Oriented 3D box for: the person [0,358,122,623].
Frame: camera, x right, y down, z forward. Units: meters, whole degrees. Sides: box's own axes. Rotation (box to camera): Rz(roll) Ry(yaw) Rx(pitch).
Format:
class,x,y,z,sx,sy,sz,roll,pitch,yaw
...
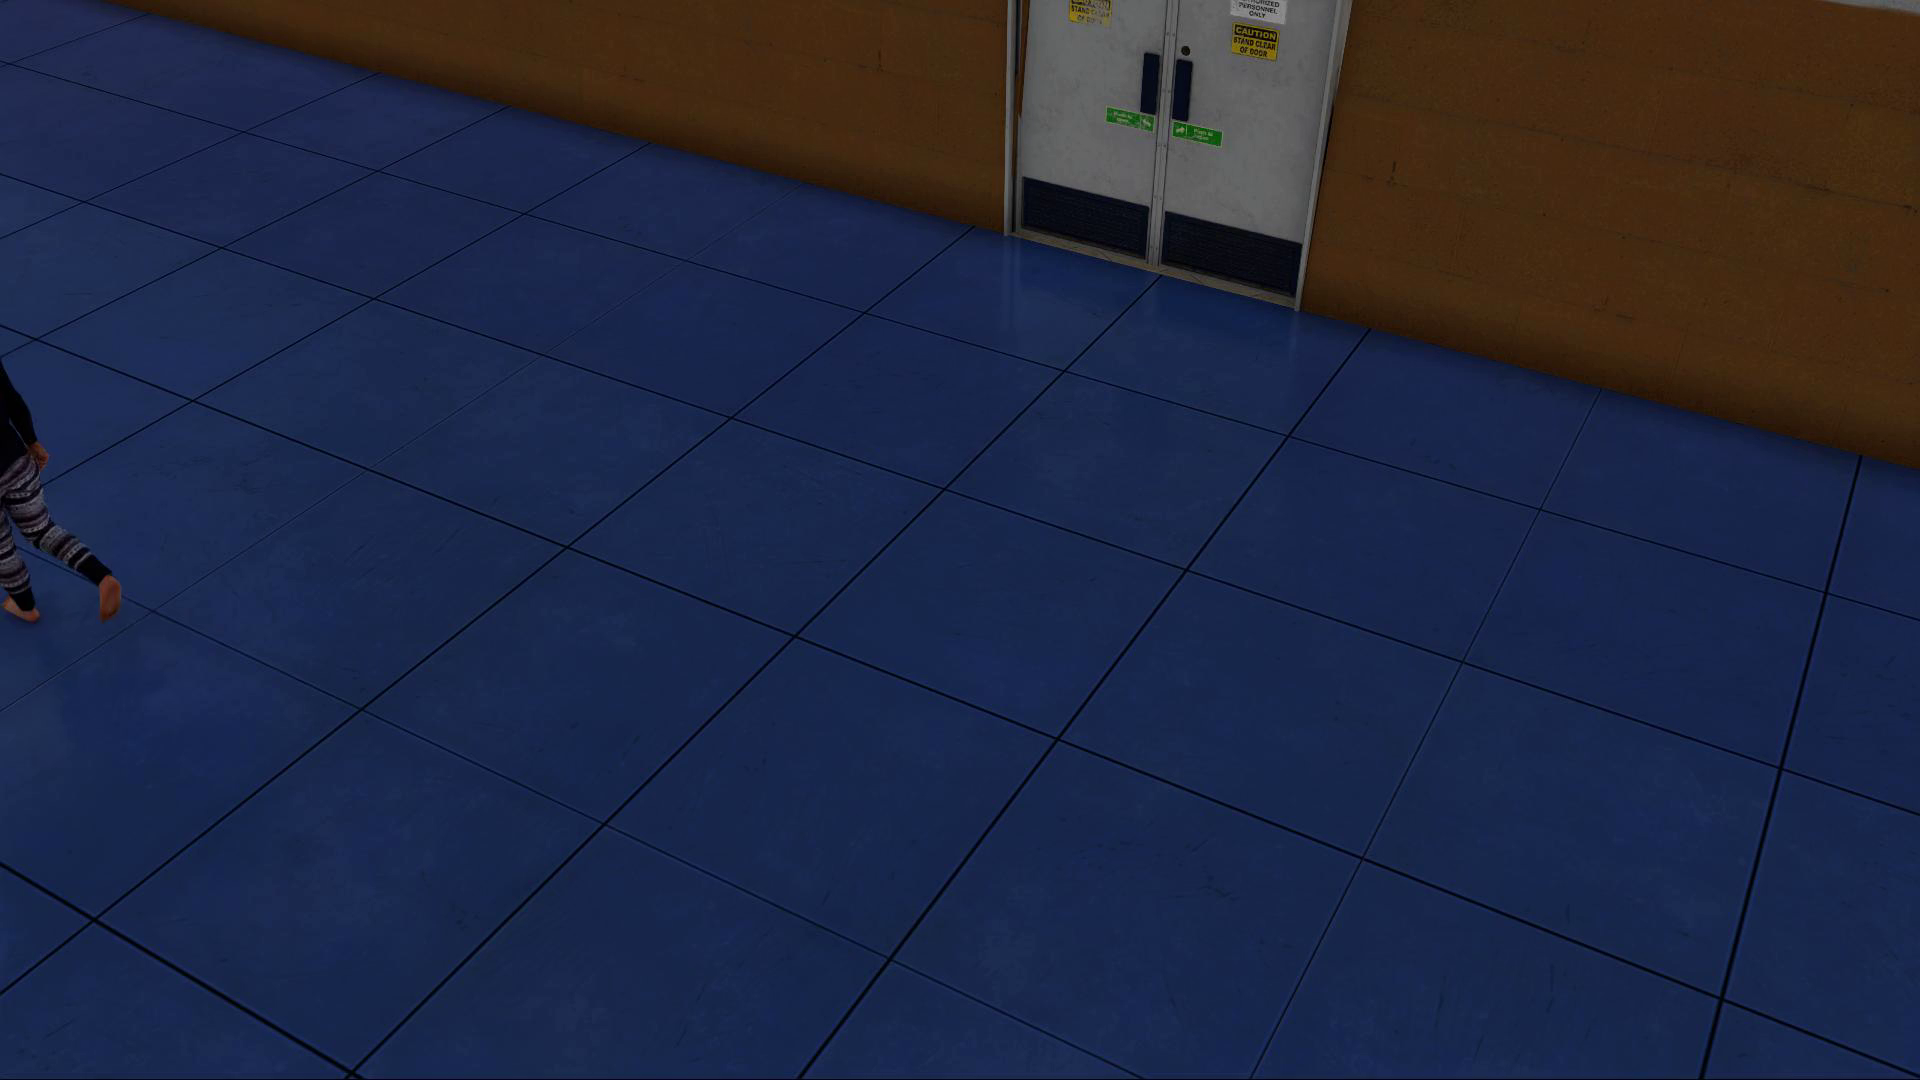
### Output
class,x,y,z,sx,sy,sz,roll,pitch,yaw
person,-4.060,-0.299,7.068,0.724,1.709,0.867,15,39,18
